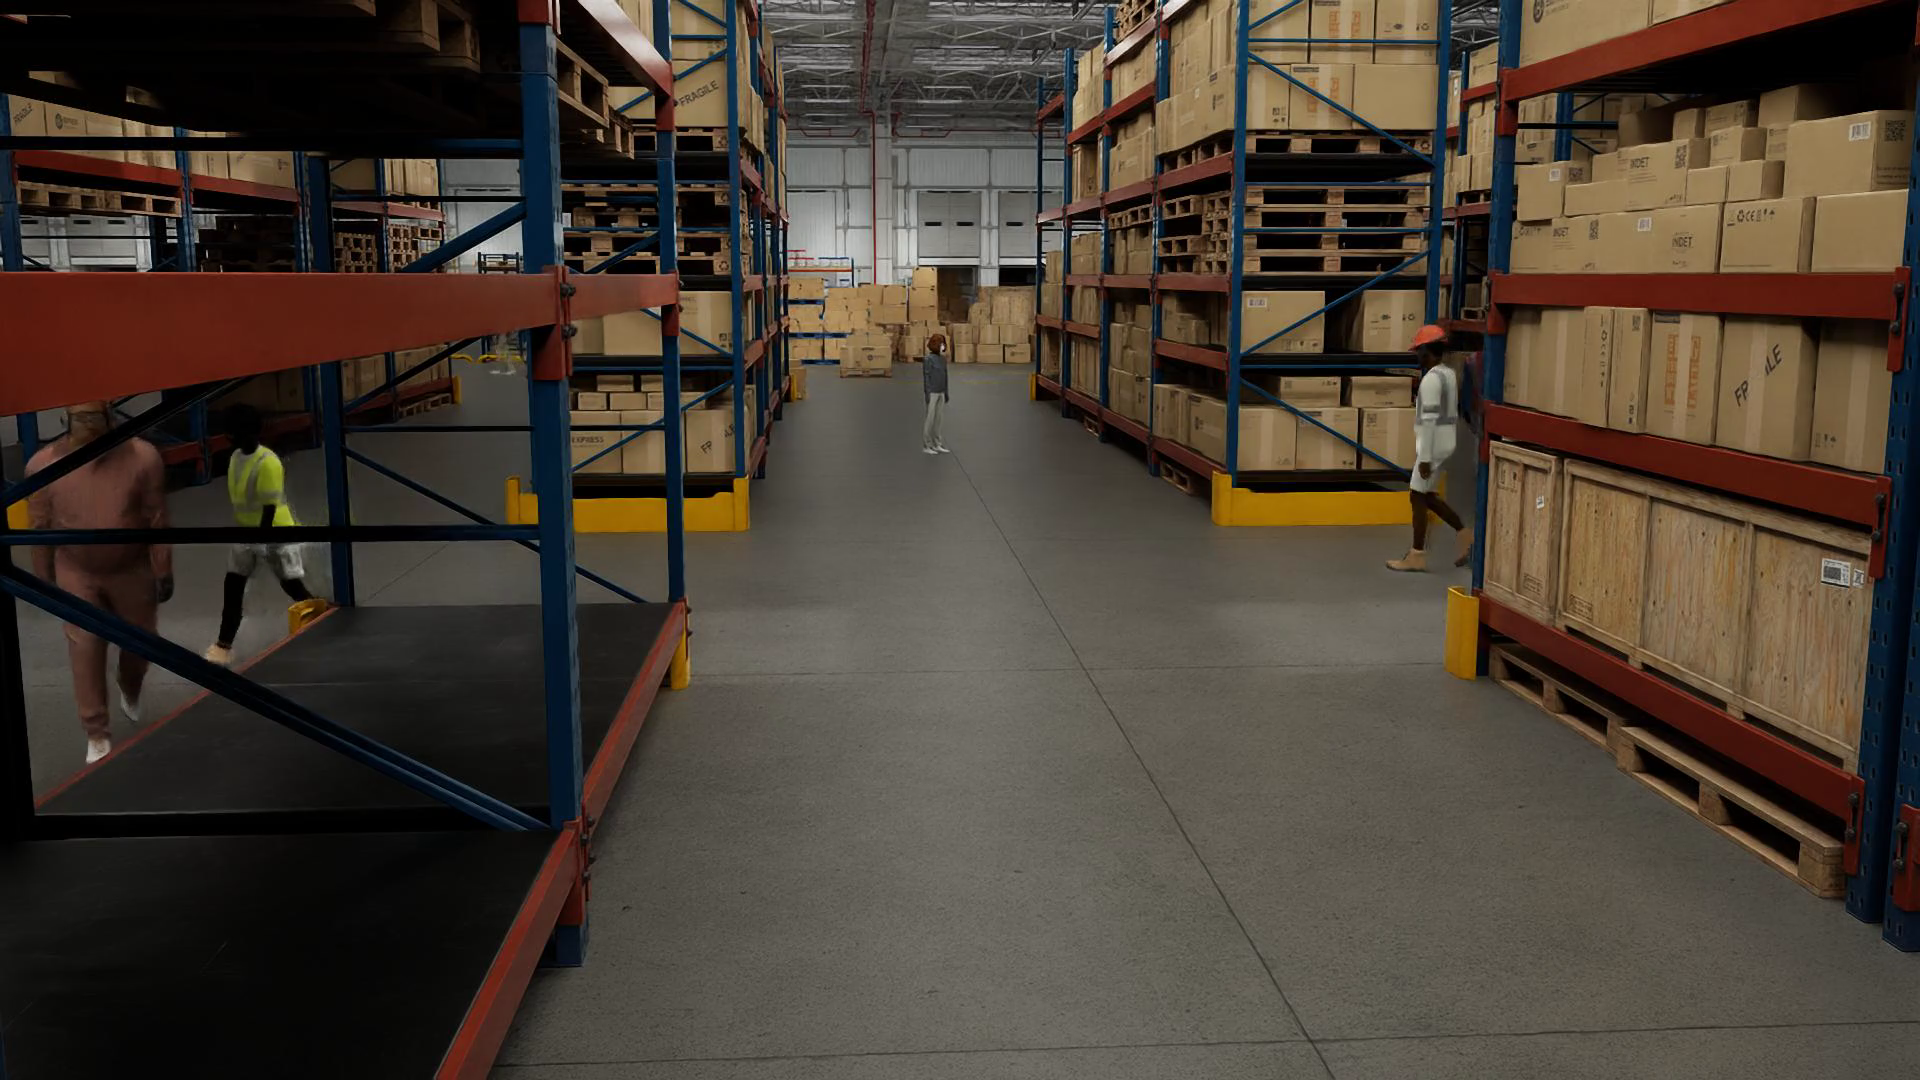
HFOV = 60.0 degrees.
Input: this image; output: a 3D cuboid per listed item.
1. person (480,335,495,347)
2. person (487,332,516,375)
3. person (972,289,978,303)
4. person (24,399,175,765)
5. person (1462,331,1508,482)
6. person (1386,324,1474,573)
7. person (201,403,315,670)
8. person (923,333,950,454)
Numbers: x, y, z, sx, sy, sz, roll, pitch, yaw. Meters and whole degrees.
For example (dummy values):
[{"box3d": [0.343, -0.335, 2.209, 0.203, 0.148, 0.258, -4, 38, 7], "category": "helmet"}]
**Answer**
[{"box3d": [-15.942, -7.408, 56.046, 0.588, 1.798, 0.928, 3, 9, 16], "category": "person"}, {"box3d": [-11.112, -4.885, 40.047, 0.836, 1.834, 0.571, -4, 10, -25], "category": "person"}, {"box3d": [0.744, -8.930, 65.306, 0.562, 1.901, 0.962, -6, 11, -32], "category": "person"}, {"box3d": [-4.317, 0.141, 8.374, 0.648, 1.882, 0.690, -5, 11, -31], "category": "person"}, {"box3d": [6.064, -1.529, 19.044, 0.636, 1.822, 0.698, 3, 10, 19], "category": "person"}, {"box3d": [3.871, -0.730, 13.417, 0.693, 2.017, 0.643, 5, 10, 29], "category": "person"}, {"box3d": [-4.288, -0.030, 10.197, 0.537, 1.641, 0.870, 7, 11, 37], "category": "person"}, {"box3d": [-0.319, -1.967, 22.422, 0.279, 1.629, 0.504, 6, 11, 34], "category": "person"}]
